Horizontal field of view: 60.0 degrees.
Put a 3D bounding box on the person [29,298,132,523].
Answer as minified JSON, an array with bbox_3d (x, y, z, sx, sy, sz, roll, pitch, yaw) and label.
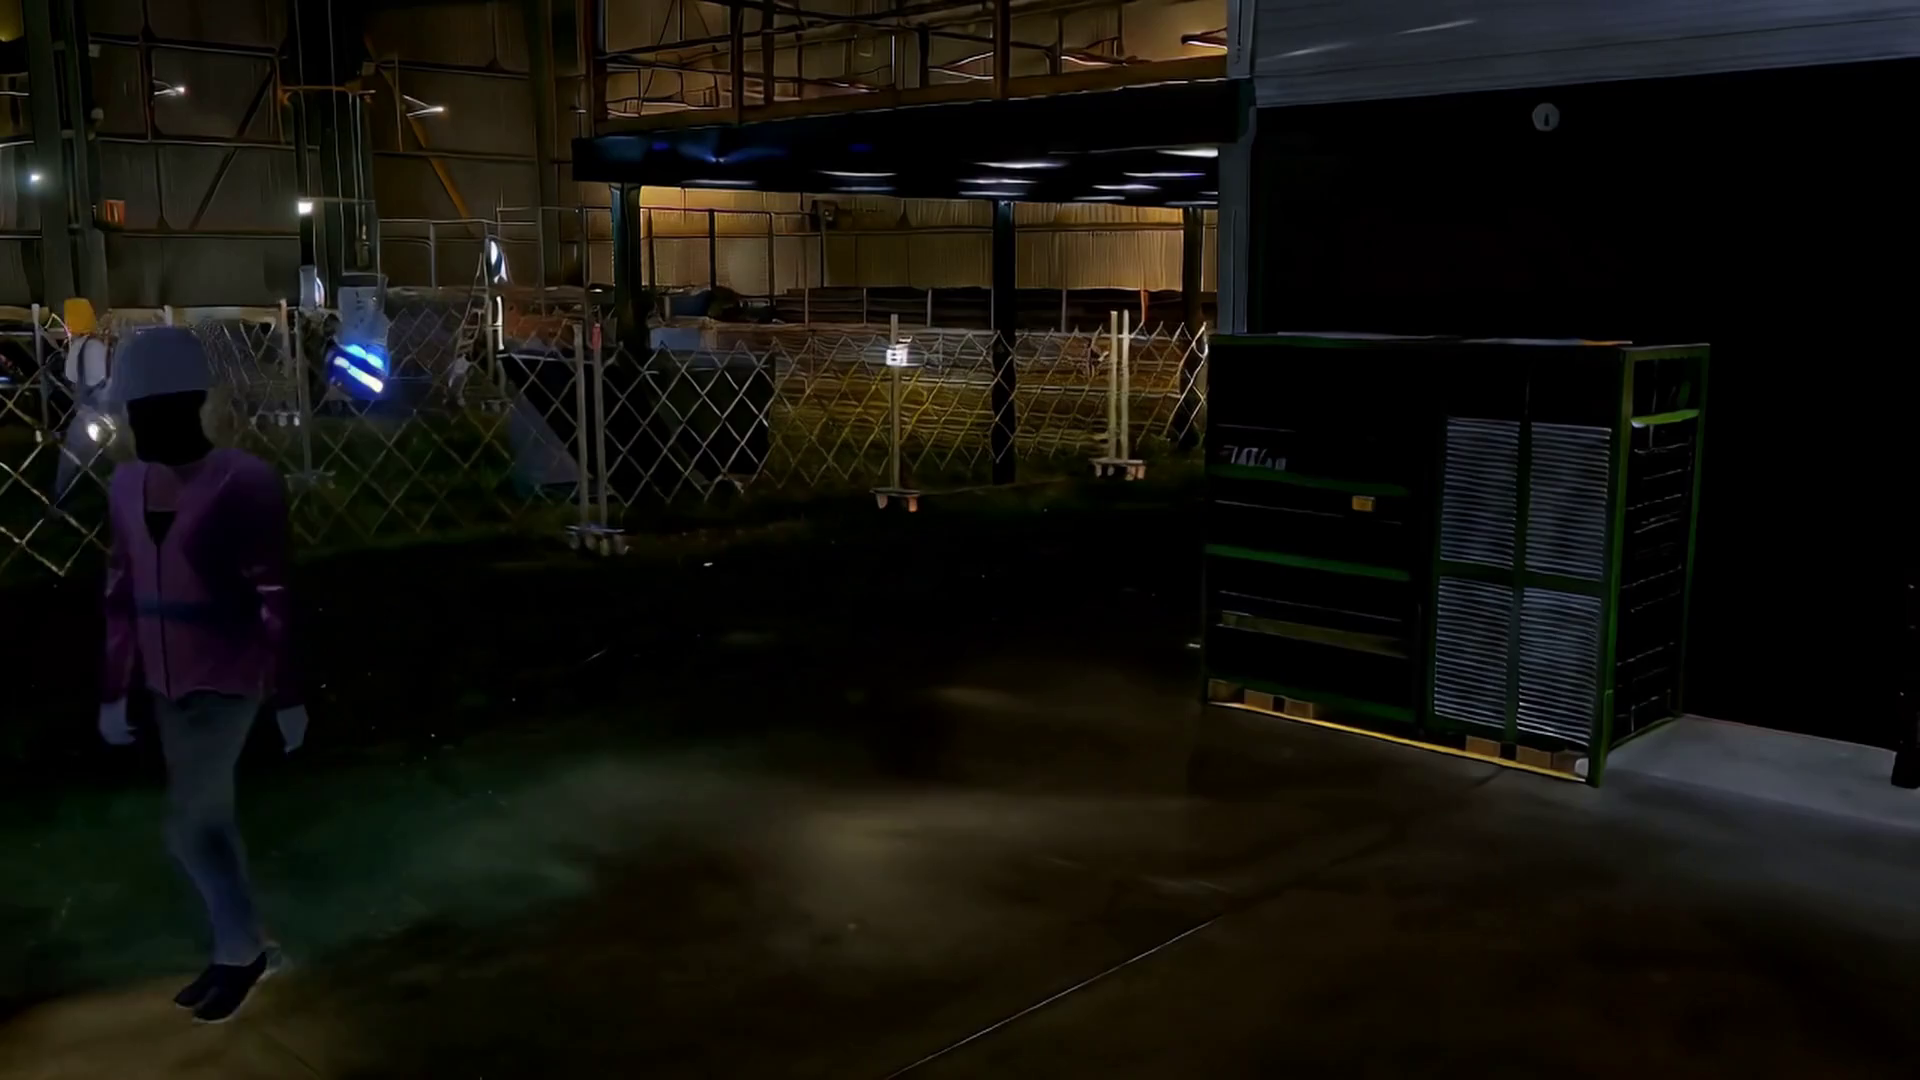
[{"bbox_3d":[-7.178,-1.073,13.754,0.973,1.835,0.596,-8,13,-42],"label":"person"}]

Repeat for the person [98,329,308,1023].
[{"bbox_3d":[-2.120,0.384,4.556,0.607,1.905,0.514,4,10,23],"label":"person"}]
